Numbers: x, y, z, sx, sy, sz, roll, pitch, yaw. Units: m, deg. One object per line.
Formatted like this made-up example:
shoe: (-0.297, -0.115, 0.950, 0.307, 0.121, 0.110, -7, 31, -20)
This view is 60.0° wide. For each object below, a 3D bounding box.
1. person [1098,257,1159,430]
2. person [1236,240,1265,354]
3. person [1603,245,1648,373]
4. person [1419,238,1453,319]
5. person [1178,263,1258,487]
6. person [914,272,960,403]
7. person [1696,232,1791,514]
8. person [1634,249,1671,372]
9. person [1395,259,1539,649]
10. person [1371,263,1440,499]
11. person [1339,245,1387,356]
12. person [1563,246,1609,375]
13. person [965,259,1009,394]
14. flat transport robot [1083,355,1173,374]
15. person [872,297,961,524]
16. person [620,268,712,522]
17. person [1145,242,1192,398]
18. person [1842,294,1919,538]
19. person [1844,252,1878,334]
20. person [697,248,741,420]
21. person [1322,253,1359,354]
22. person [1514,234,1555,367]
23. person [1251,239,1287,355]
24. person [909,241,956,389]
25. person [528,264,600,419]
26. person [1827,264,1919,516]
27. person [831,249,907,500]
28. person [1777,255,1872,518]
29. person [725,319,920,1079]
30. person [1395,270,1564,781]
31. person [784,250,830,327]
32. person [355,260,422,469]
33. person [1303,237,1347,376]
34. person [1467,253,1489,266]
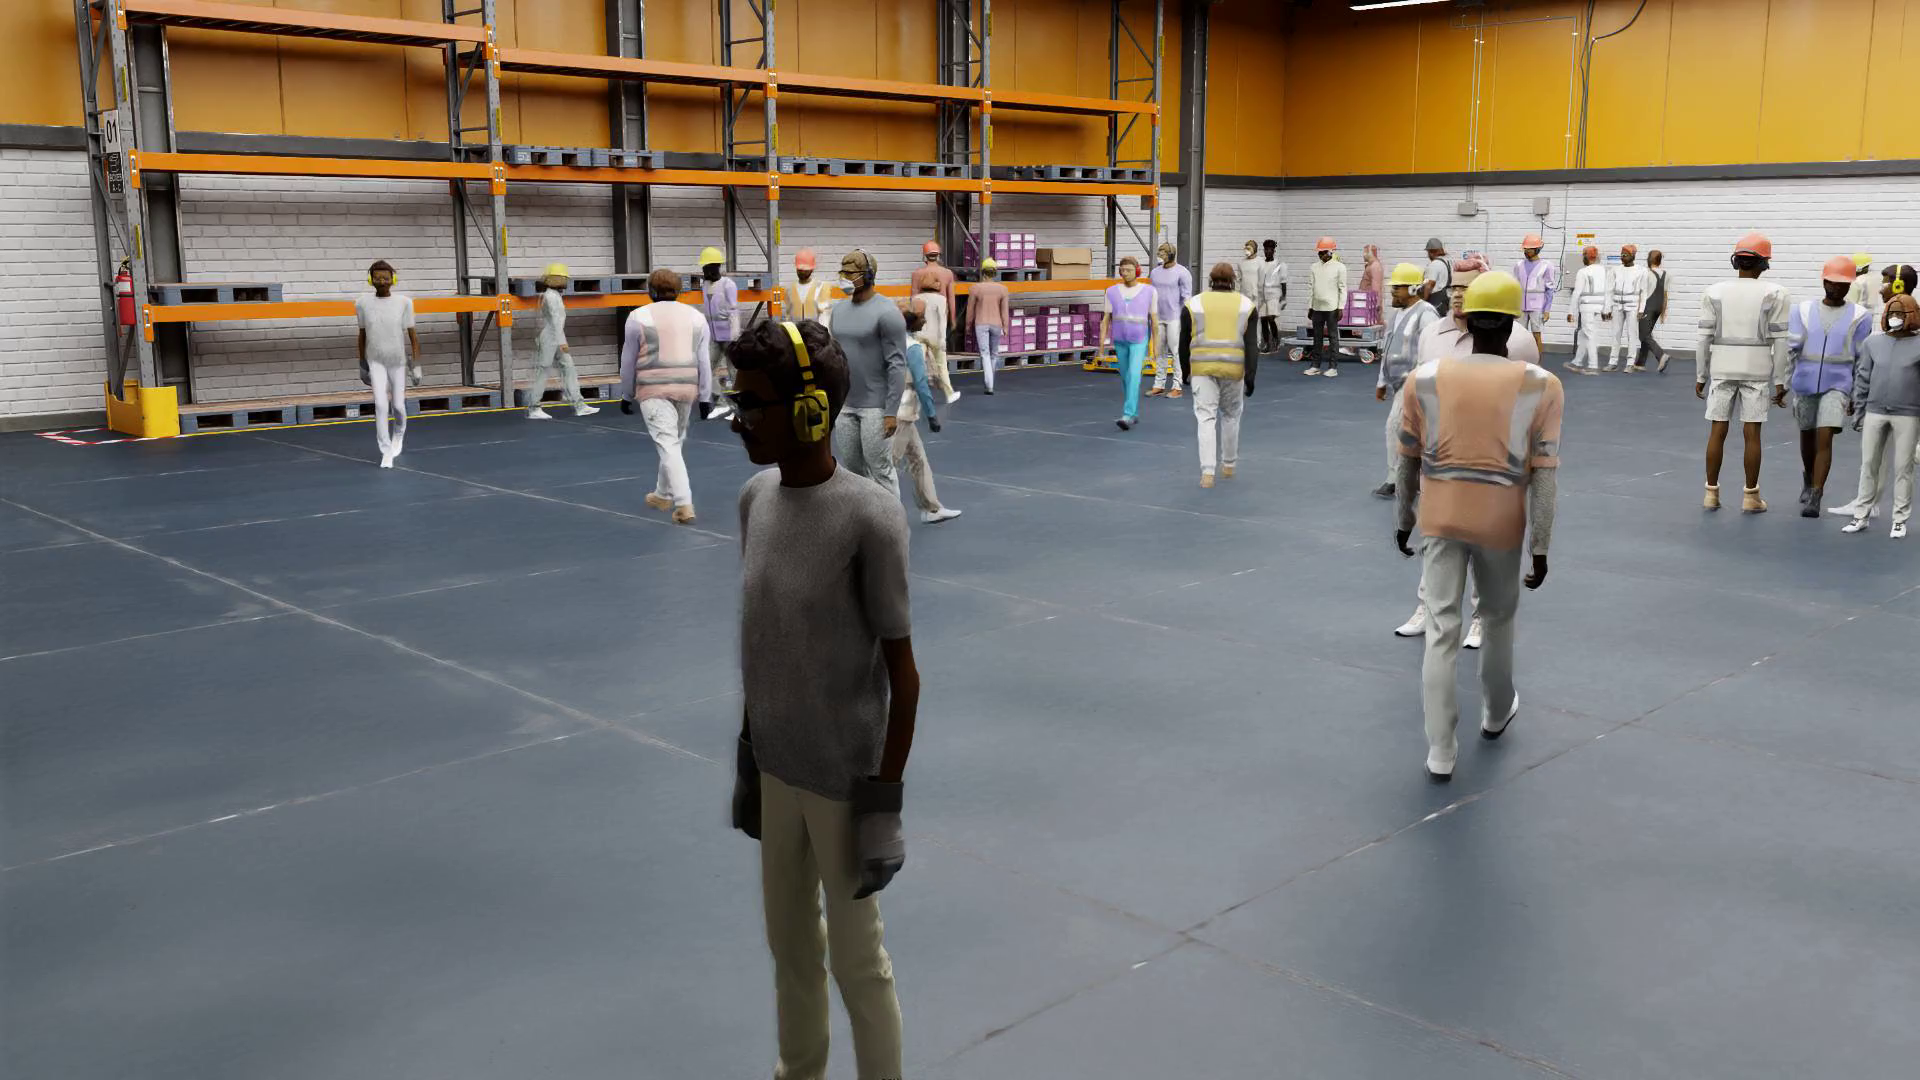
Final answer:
person: (1.755, -2.059, 17.451, 0.597, 1.790, 0.968, 5, 11, 25)
person: (4.976, -4.141, 28.405, 0.372, 1.939, 0.629, -10, 14, -42)
person: (9.844, -3.412, 24.579, 0.356, 1.883, 0.575, -10, 14, -42)
person: (7.768, -3.986, 27.278, 1.040, 2.000, 0.689, 6, 12, 31)
person: (2.108, -1.365, 13.671, 0.624, 1.789, 0.941, 1, 10, 5)
person: (-0.338, -2.392, 19.818, 0.531, 1.583, 0.868, 7, 12, 33)
person: (5.710, -1.214, 12.159, 0.612, 2.041, 0.394, 7, 13, 35)
person: (10.225, -3.366, 24.521, 0.528, 1.821, 0.800, -4, 11, -23)
person: (2.483, -0.421, 8.210, 0.399, 1.908, 0.643, -10, 14, -42)
person: (3.385, -1.219, 12.822, 0.680, 1.804, 0.620, -2, 11, -10)
person: (6.765, -3.983, 27.762, 0.976, 1.860, 0.649, 3, 11, 18)
person: (9.109, -3.361, 24.365, 0.601, 1.856, 0.834, -6, 12, -30)
person: (0.345, -2.750, 21.423, 0.526, 1.720, 0.908, -3, 11, -15)
flat transport robot: (2.567, -2.594, 24.516, 0.652, 0.197, 1.431, -10, 14, -44)
person: (-0.299, -0.835, 11.282, 0.824, 1.603, 0.515, -3, 11, -17)
person: (-2.101, -1.042, 11.937, 0.616, 1.797, 0.975, -7, 13, -35)
person: (2.606, -2.739, 20.771, 0.372, 1.935, 0.629, -10, 14, -42)
person: (6.268, -0.829, 11.177, 0.280, 1.632, 0.501, -10, 14, -42)
person: (12.074, -2.938, 22.241, 0.591, 1.803, 0.815, -9, 13, -39)
person: (-2.585, -2.228, 18.123, 0.588, 1.887, 0.595, 9, 14, 42)
person: (6.419, -4.001, 28.192, 0.730, 1.734, 0.560, 0, 10, -1)
person: (7.995, -3.259, 23.328, 0.402, 2.036, 0.609, -10, 14, -42)
person: (5.212, -4.106, 28.157, 0.615, 1.951, 0.411, 9, 13, 39)
person: (-0.362, -2.982, 22.118, 0.627, 1.943, 1.029, -5, 12, -25)
person: (-4.399, -2.185, 18.376, 0.857, 1.697, 0.517, 0, 10, -1)
person: (6.750, -1.022, 11.751, 0.897, 1.829, 0.529, 6, 12, 29)
person: (-0.584, -0.817, 10.277, 0.372, 1.939, 0.629, -10, 14, -42)
person: (6.352, -1.145, 12.229, 0.550, 1.893, 1.010, 7, 12, 33)
person: (-0.297, 0.494, 3.356, 0.329, 1.857, 0.513, -10, 14, -42)
person: (1.983, -0.078, 6.395, 0.613, 1.880, 0.955, 5, 11, 24)
person: (-1.640, -2.132, 17.662, 0.534, 1.867, 0.993, 3, 11, 14)
person: (-5.076, -1.583, 14.805, 0.523, 1.826, 0.921, -3, 11, -18)
person: (5.262, -3.349, 23.951, 0.399, 1.987, 0.612, -10, 14, -42)
person: (4.983, -1.830, 16.051, 1.031, 1.856, 0.661, -1, 10, -6)
